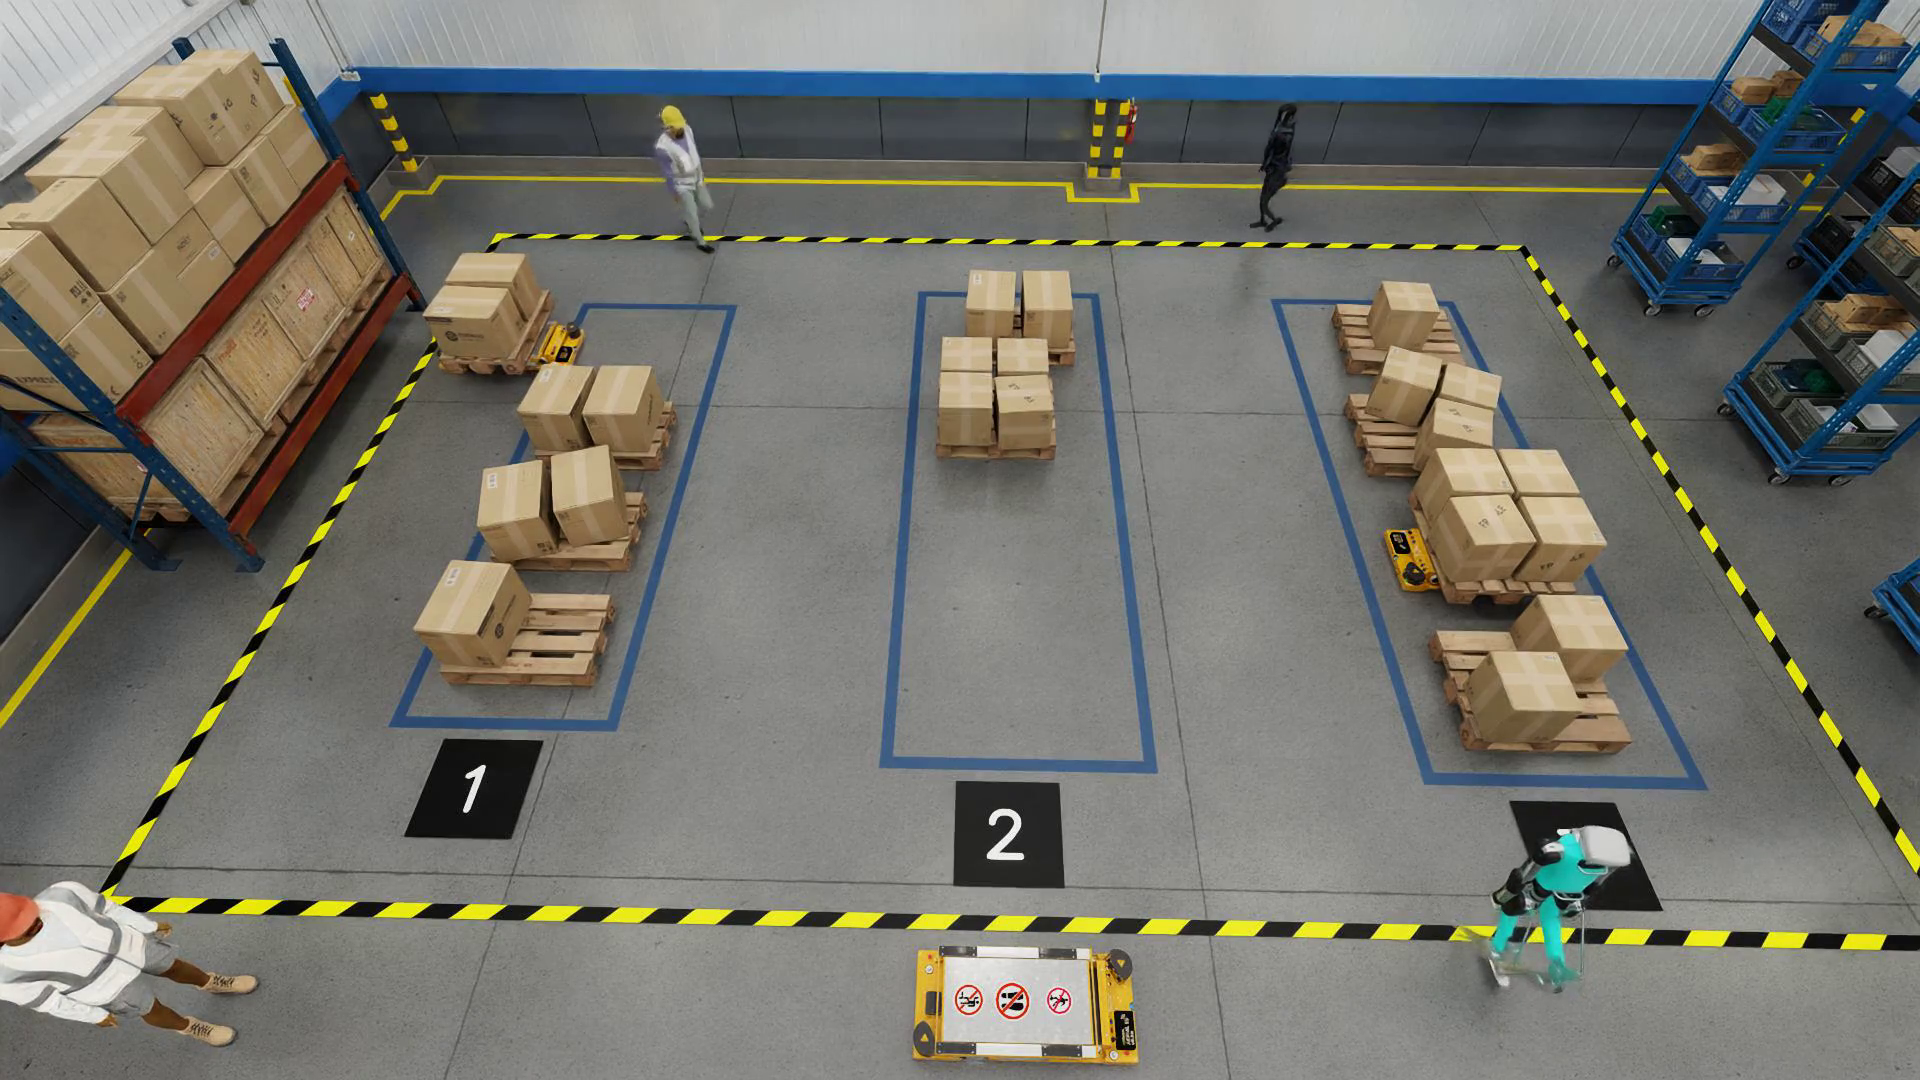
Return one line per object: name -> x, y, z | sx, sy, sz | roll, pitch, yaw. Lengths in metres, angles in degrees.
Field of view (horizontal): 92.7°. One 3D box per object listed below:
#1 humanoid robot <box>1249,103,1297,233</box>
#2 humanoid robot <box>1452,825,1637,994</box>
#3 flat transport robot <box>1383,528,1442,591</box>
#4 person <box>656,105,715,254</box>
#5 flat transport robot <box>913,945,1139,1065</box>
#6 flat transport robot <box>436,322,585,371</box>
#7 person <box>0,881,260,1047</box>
humanoid robot -> 3.897, -4.590, 11.317 | 0.348, 1.637, 0.589 | -7, 51, -5
humanoid robot -> 3.585, 2.388, 5.610 | 0.540, 1.803, 0.799 | 1, 51, 1
flat transport robot -> 4.689, 0.155, 8.342 | 1.431, 0.197, 0.652 | 1, 51, 1
person -> -3.292, -4.318, 11.003 | 0.458, 1.822, 0.591 | 23, 54, 18
flat transport robot -> 0.422, 3.041, 6.007 | 1.431, 0.231, 0.659 | 1, 51, 1
flat transport robot -> -5.015, -2.173, 10.239 | 1.431, 0.197, 0.652 | 1, 51, 1
person -> -4.893, 2.477, 5.321 | 0.365, 2.047, 0.606 | 1, 51, 1
